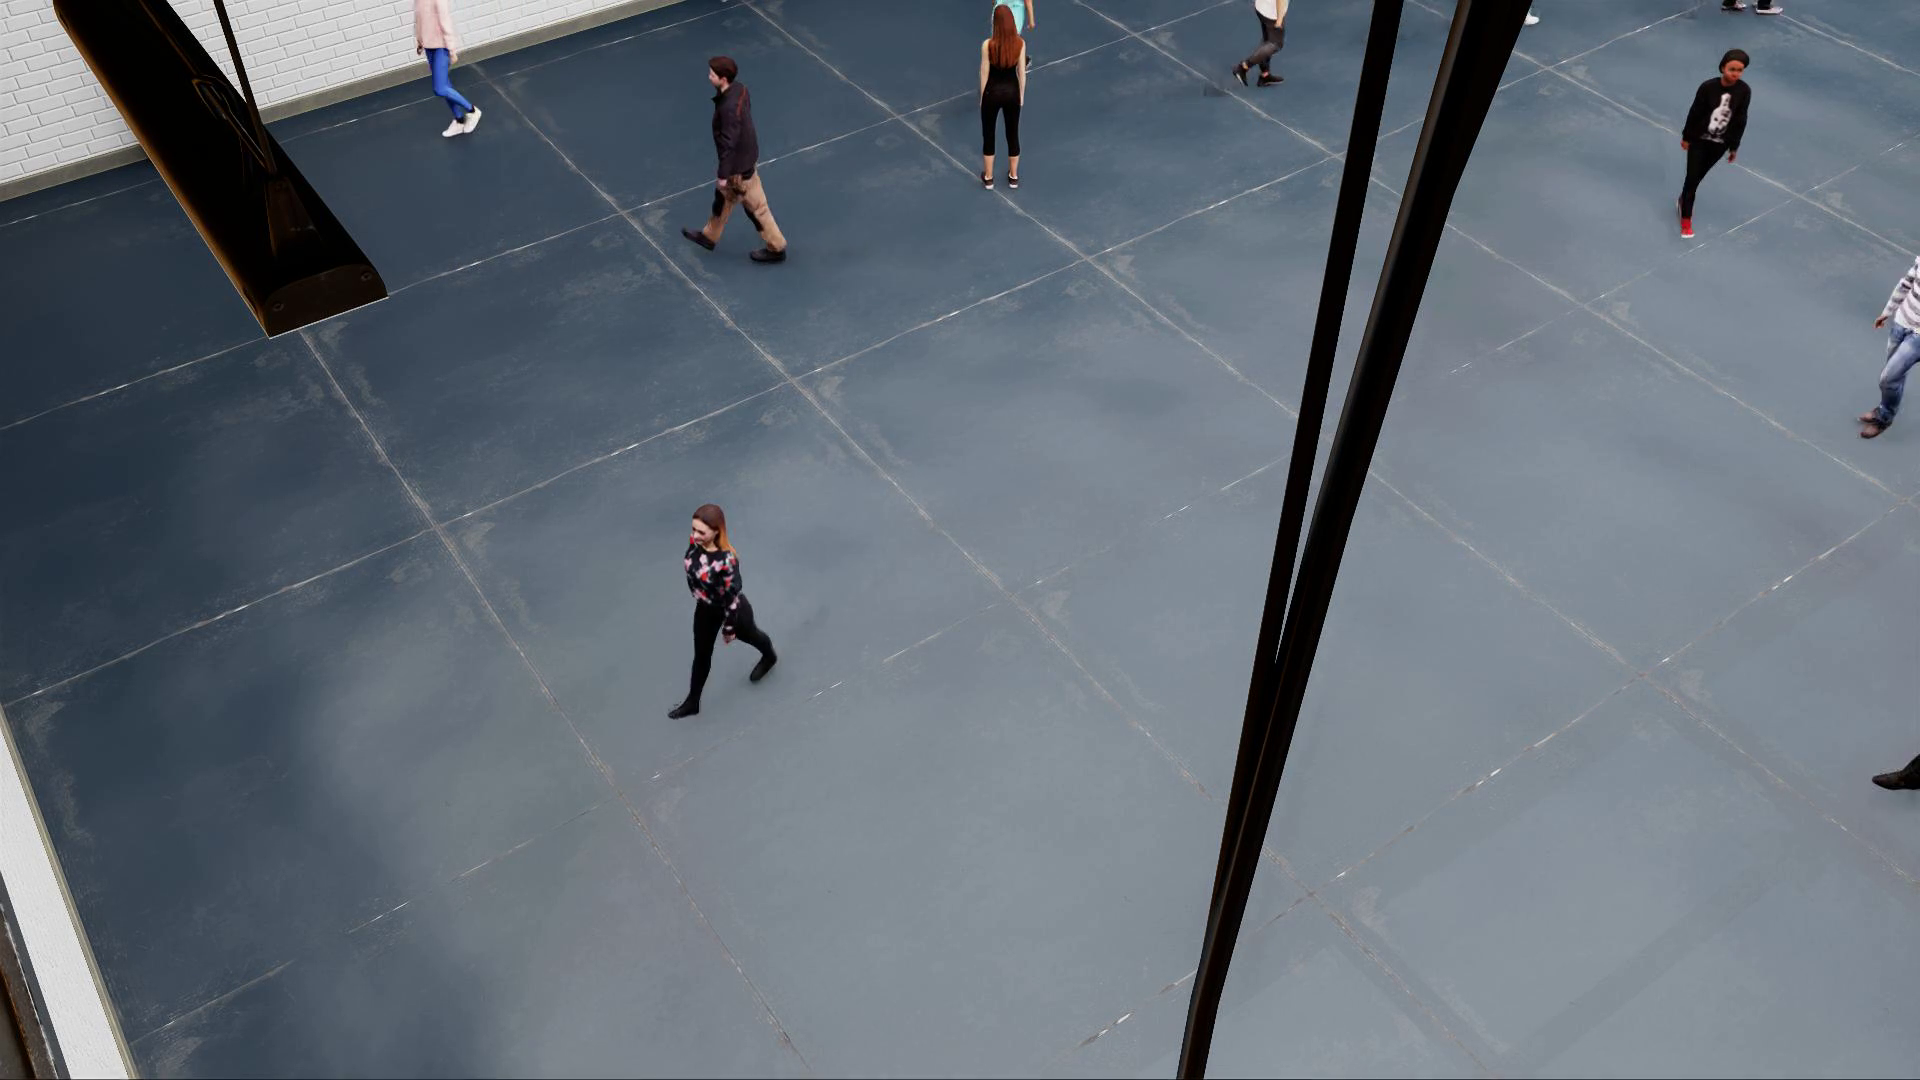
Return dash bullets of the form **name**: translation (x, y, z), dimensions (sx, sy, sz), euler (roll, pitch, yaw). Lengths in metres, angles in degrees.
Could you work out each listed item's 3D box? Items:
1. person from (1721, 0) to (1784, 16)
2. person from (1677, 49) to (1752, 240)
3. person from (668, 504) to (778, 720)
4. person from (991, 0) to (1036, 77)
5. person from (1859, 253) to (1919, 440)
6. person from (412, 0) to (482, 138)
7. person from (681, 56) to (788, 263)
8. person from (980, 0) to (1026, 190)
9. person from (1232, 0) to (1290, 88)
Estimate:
- **person**: translation (8.355, -6.263, 17.400), dimensions (0.986, 1.577, 0.912), euler (1, 44, 1)
- **person**: translation (6.513, -3.501, 14.463), dimensions (1.028, 1.629, 1.093), euler (7, 44, 8)
- **person**: translation (-1.413, 0.378, 10.387), dimensions (0.763, 1.636, 1.151), euler (31, 52, 29)
- **person**: translation (0.454, -5.078, 16.186), dimensions (0.698, 1.536, 0.945), euler (29, 51, 27)
- **person**: translation (7.162, -1.582, 12.300), dimensions (0.810, 1.835, 0.770), euler (-8, 44, -8)
- **person**: translation (-4.789, -4.609, 15.537), dimensions (0.669, 1.753, 0.665), euler (-30, 51, -28)
- **person**: translation (-1.746, -3.131, 13.892), dimensions (1.284, 1.882, 1.124), euler (0, 44, 0)
- **person**: translation (0.366, -3.952, 14.868), dimensions (0.578, 1.724, 0.689), euler (-8, 44, -8)
- **person**: translation (2.960, -5.188, 16.178), dimensions (0.935, 1.707, 0.792), euler (-10, 45, -11)
